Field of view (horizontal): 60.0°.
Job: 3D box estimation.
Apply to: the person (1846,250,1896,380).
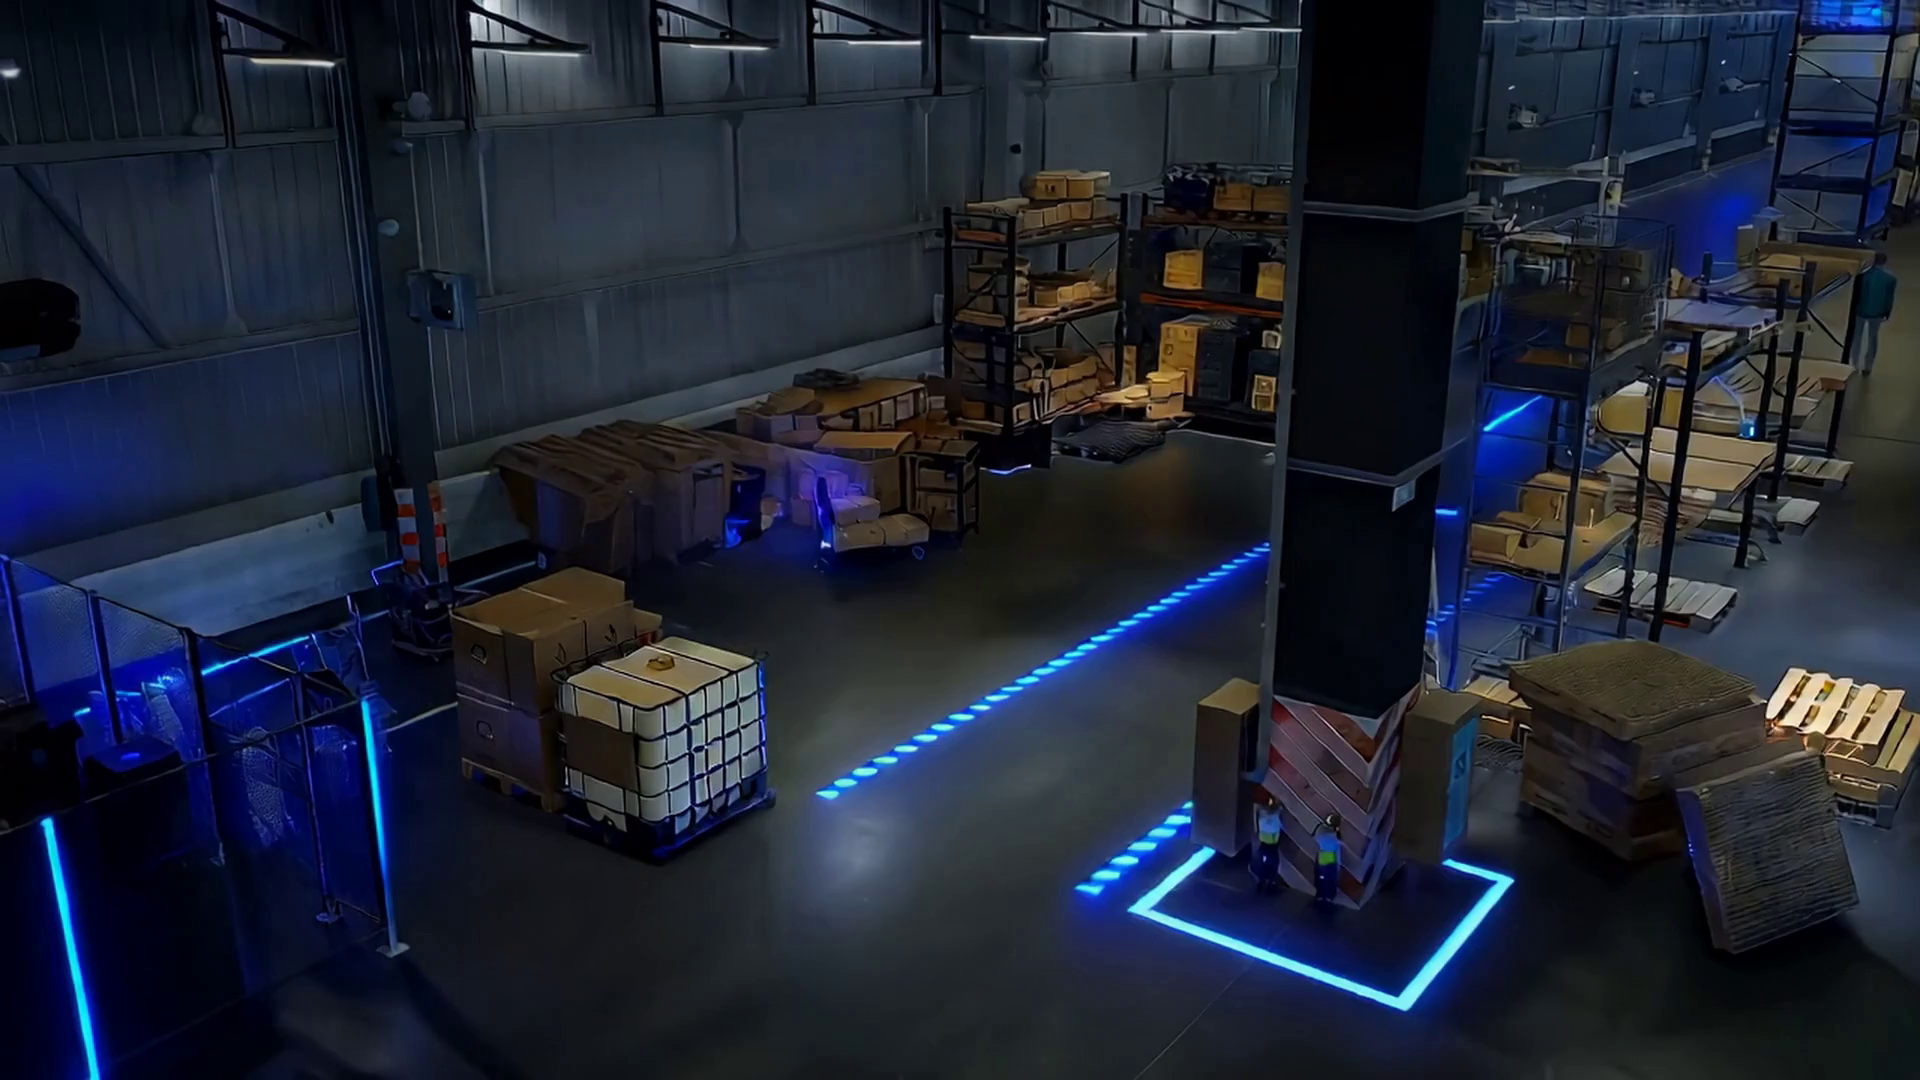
[{"bbox_3d":[14.001,-3.470,25.642,0.386,1.993,0.623,-17,25,-42],"label":"person"}]
